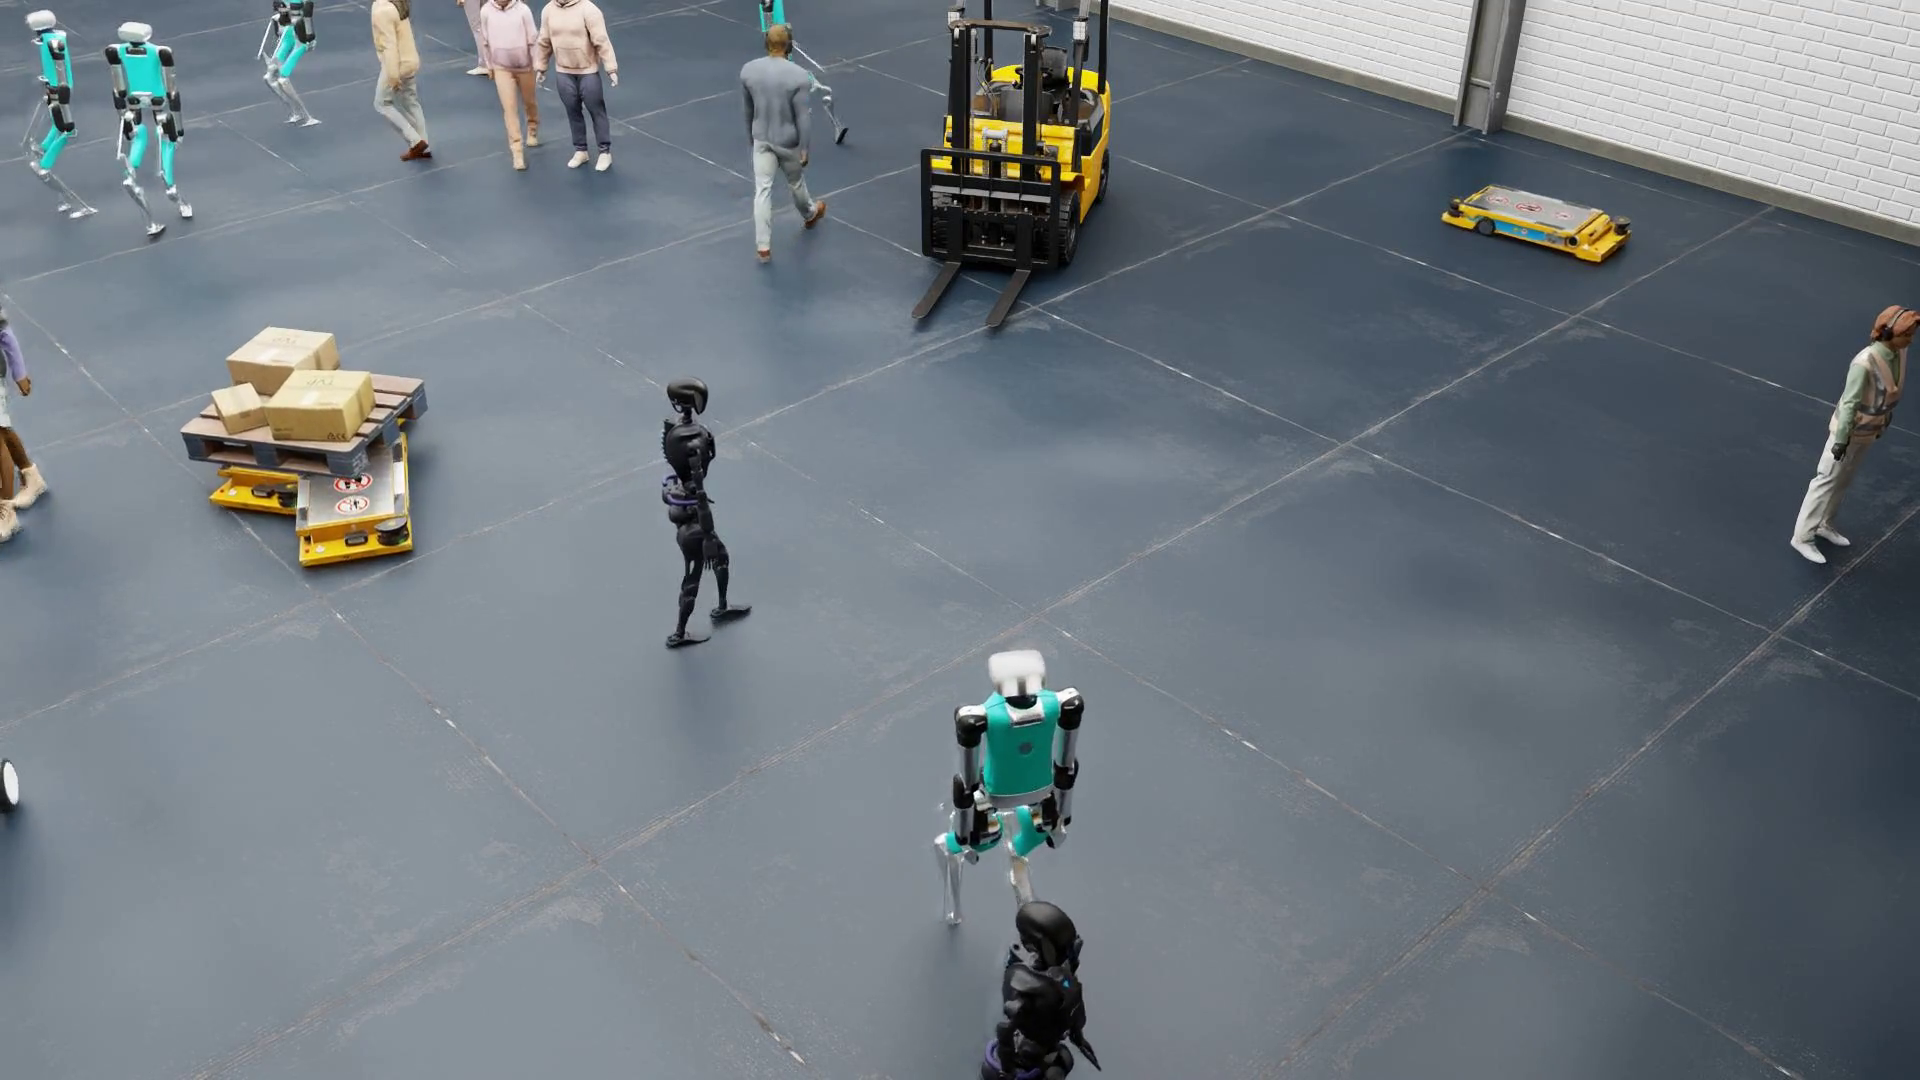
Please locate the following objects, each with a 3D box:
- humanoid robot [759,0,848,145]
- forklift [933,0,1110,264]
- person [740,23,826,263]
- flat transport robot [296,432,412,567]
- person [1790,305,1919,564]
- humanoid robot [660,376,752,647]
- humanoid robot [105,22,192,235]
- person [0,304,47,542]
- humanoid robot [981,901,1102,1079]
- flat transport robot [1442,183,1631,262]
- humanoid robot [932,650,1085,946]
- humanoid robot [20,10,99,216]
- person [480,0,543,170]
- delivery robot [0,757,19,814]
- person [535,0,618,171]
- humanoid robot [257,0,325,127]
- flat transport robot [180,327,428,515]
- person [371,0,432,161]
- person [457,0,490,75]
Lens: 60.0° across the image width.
[{"bbox_3d":[-1.469,-4.560,15.873,0.963,1.787,0.531,1,33,1],"label":"humanoid robot"},{"bbox_3d":[0.570,-3.725,14.138,1.214,2.155,2.313,9,34,13],"label":"forklift"},{"bbox_3d":[-1.494,-3.341,13.835,0.666,1.865,1.085,9,34,13],"label":"person"},{"bbox_3d":[-3.878,-0.315,10.658,0.659,0.231,1.431,-9,34,-14],"label":"flat transport robot"},{"bbox_3d":[5.337,-0.639,9.899,0.522,1.636,0.308,-24,40,-32],"label":"person"},{"bbox_3d":[-1.431,-0.159,9.131,0.537,1.641,0.612,-11,35,-16],"label":"humanoid robot"},{"bbox_3d":[-6.885,-3.415,14.102,0.571,1.780,0.890,-3,33,-5],"label":"humanoid robot"},{"bbox_3d":[-6.068,-0.959,10.050,0.619,2.009,0.897,4,33,6],"label":"person"},{"bbox_3d":[0.229,1.892,6.013,0.742,1.637,0.603,19,37,26],"label":"humanoid robot"},{"bbox_3d":[4.995,-2.763,14.420,1.431,0.231,0.659,24,40,32],"label":"flat transport robot"},{"bbox_3d":[0.163,1.089,7.213,0.530,1.807,0.802,-9,34,-13],"label":"humanoid robot"},{"bbox_3d":[-7.959,-3.629,14.413,0.755,1.788,0.530,-20,38,-27],"label":"humanoid robot"},{"bbox_3d":[-4.196,-4.477,15.702,0.543,1.747,0.899,-5,33,-8],"label":"person"},{"bbox_3d":[-4.881,1.270,7.976,0.499,0.613,0.811,-10,34,-15],"label":"delivery robot"},{"bbox_3d":[-3.549,-4.381,15.458,0.818,1.854,0.433,7,34,10],"label":"person"},{"bbox_3d":[-6.741,-5.003,16.532,0.546,1.785,0.785,19,37,26],"label":"humanoid robot"},{"bbox_3d":[-4.320,-0.625,11.133,0.659,0.231,1.431,7,34,11],"label":"flat transport robot"},{"bbox_3d":[-5.284,-4.447,15.556,0.462,1.860,0.563,1,33,2],"label":"person"},{"bbox_3d":[-5.245,-5.904,17.873,0.320,1.769,0.523,11,35,16],"label":"person"}]
